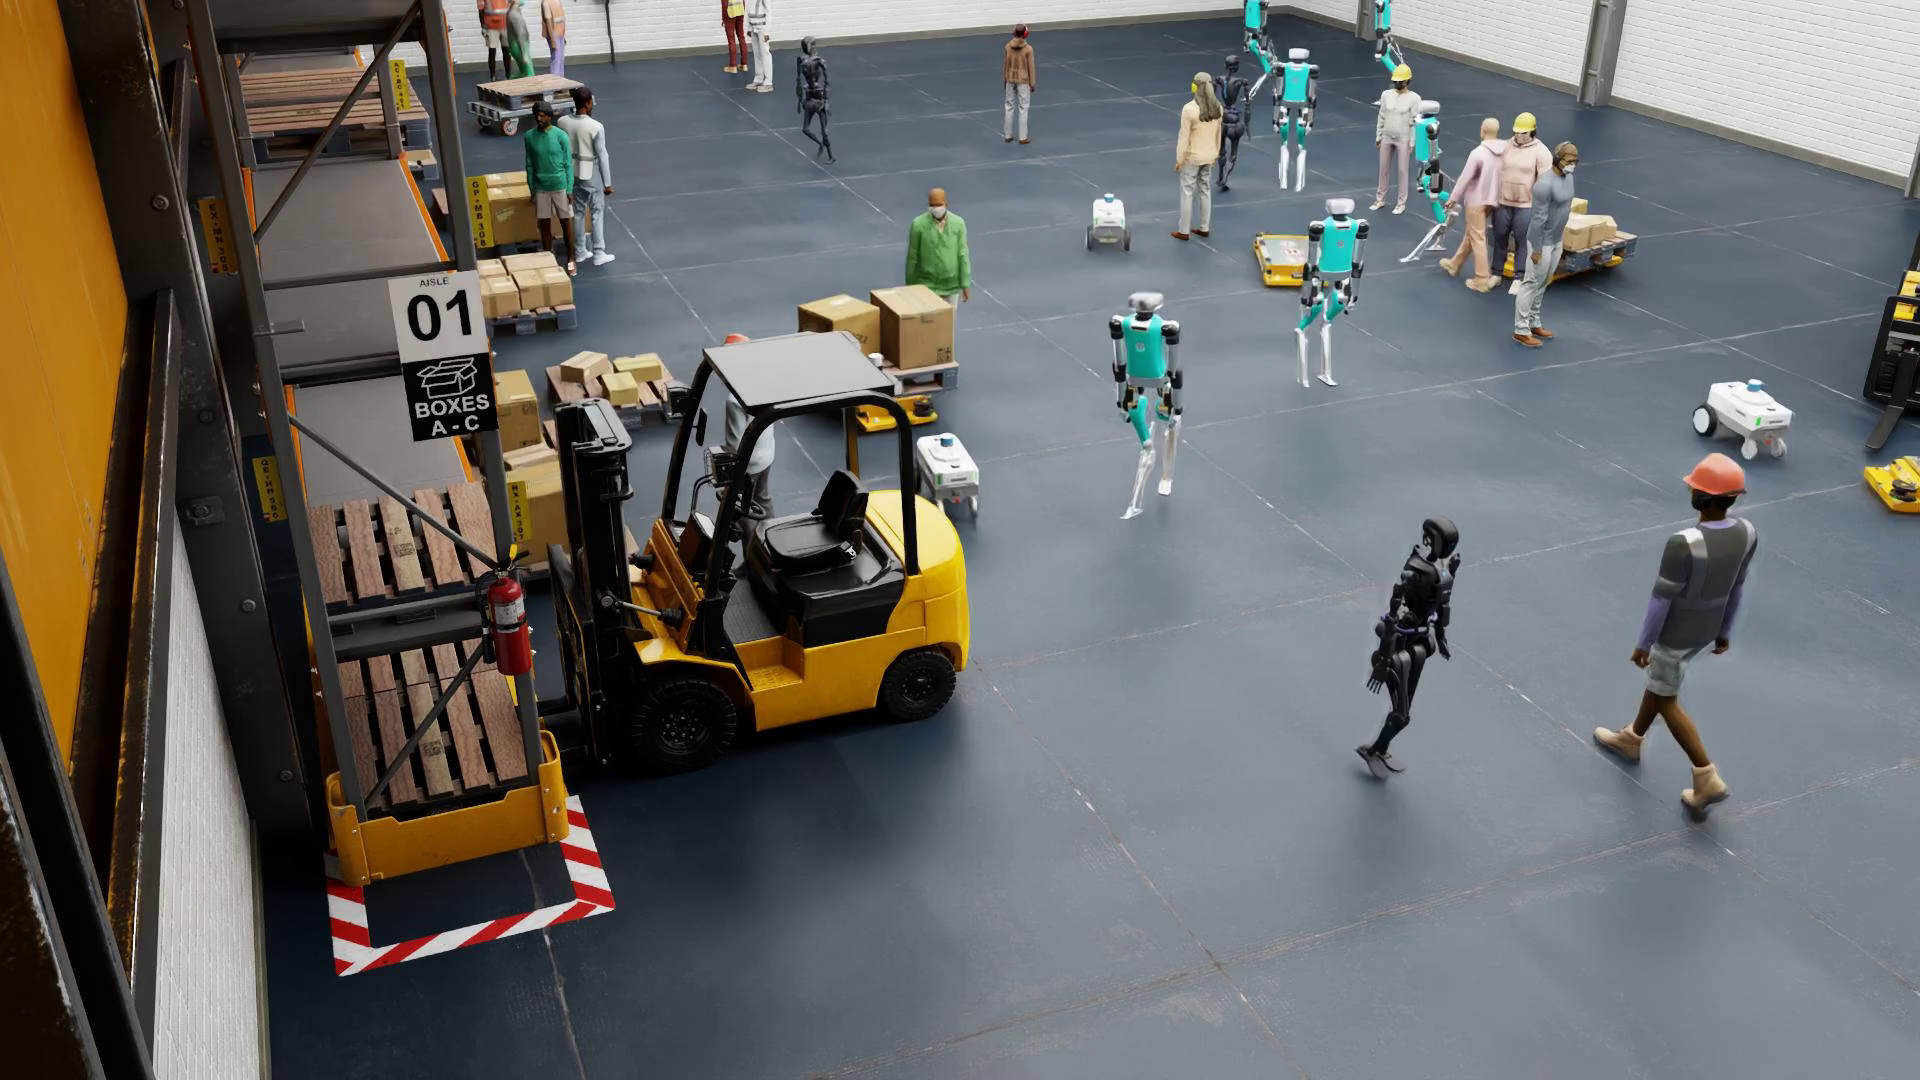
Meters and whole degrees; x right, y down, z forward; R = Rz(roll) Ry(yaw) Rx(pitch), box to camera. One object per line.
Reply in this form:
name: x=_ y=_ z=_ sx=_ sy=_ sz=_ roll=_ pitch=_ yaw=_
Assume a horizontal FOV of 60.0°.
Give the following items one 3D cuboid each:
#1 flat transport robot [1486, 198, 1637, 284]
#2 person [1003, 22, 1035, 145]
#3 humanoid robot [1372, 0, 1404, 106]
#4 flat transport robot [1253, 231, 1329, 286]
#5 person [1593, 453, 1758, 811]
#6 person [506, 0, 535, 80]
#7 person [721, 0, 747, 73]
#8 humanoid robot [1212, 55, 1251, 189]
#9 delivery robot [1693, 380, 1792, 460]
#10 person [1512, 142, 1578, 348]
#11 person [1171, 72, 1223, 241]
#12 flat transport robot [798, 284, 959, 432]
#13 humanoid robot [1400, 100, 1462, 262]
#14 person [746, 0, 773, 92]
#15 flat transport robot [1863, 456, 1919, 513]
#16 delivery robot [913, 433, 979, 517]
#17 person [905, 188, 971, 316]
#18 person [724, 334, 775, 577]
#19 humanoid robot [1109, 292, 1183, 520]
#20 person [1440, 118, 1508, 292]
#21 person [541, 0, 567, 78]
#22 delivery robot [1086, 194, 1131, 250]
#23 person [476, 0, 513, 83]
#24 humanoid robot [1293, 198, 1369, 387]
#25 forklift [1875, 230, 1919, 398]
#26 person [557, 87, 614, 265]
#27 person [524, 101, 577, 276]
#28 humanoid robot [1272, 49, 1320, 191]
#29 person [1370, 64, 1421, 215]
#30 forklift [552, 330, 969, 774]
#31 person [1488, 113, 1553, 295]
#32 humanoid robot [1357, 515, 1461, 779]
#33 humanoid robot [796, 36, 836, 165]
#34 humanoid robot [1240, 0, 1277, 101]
flat transport robot: x=6.480 y=-3.045 z=18.044 sx=1.431 sy=0.231 sz=0.659 roll=-17 pitch=32 yaw=-31
person: x=0.807 y=-6.304 z=22.994 sx=0.472 sy=1.644 sz=0.334 roll=11 pitch=29 yaw=21
humanoid robot: x=6.578 y=-7.342 z=25.077 sx=0.782 sy=1.890 sz=0.543 roll=12 pitch=29 yaw=22
flat transport robot: x=3.582 y=-3.047 z=18.047 sx=0.659 sy=0.231 sz=1.431 roll=2 pitch=27 yaw=3
person: x=4.003 y=0.492 z=9.077 sx=0.614 sy=2.010 sz=0.927 roll=-14 pitch=30 yaw=-25
person: x=-6.593 y=-7.311 z=24.794 sx=0.607 sy=1.824 sz=0.532 roll=-12 pitch=29 yaw=-22
person: x=-3.741 y=-8.644 z=27.512 sx=0.468 sy=1.769 sz=0.378 roll=-23 pitch=35 yaw=-38
humanoid robot: x=3.383 y=-5.251 z=20.883 sx=0.594 sy=1.639 sz=0.600 roll=18 pitch=32 yaw=31
delivery robot: x=6.485 y=-1.030 z=13.738 sx=0.499 sy=0.614 sz=0.803 roll=-5 pitch=27 yaw=-10
person: x=5.543 y=-2.798 z=15.702 sx=0.373 sy=1.935 sz=0.627 roll=21 pitch=34 yaw=36
person: x=2.710 y=-4.333 z=18.835 sx=0.570 sy=1.863 sz=0.396 roll=-14 pitch=30 yaw=-25
flat transport robot: x=-0.763 y=-1.315 z=14.602 sx=0.659 sy=0.231 sz=1.431 roll=-11 pitch=29 yaw=-21
humanoid robot: x=5.253 y=-3.879 z=18.089 sx=0.818 sy=1.778 sz=0.534 roll=-3 pitch=27 yaw=-5
person: x=-3.163 y=-8.016 z=26.135 sx=0.358 sy=1.885 sz=0.572 roll=-18 pitch=32 yaw=-32
flat transport robot: x=7.817 y=-0.394 z=12.770 sx=1.431 sy=0.231 sz=0.659 roll=4 pitch=27 yaw=7
delivery robot: x=-0.106 y=-0.525 z=12.733 sx=0.499 sy=0.612 sz=0.805 roll=-7 pitch=27 yaw=-13
person: x=-0.186 y=-2.279 z=14.855 sx=0.517 sy=1.768 sz=0.435 roll=-12 pitch=29 yaw=-22
person: x=-1.473 y=-0.589 z=11.523 sx=0.351 sy=1.737 sz=0.571 roll=9 pitch=28 yaw=17
humanoid robot: x=1.459 y=-1.058 z=12.465 sx=0.561 sy=1.774 sz=0.893 roll=13 pitch=29 yaw=23
person: x=5.361 y=-3.525 z=17.346 sx=0.526 sy=1.747 sz=0.825 roll=-16 pitch=31 yaw=-28
person: x=-6.228 y=-7.731 z=25.610 sx=0.390 sy=1.845 sz=0.563 roll=2 pitch=27 yaw=4
delivery robot: x=1.682 y=-3.624 z=18.843 sx=0.499 sy=0.563 sz=0.738 roll=1 pitch=27 yaw=3
person: x=-7.309 y=-8.140 z=26.301 sx=0.600 sy=1.957 sz=0.373 roll=-20 pitch=33 yaw=-34
humanoid robot: x=3.211 y=-2.204 z=14.732 sx=0.530 sy=1.772 sz=0.700 roll=-4 pitch=27 yaw=-8
forklift: x=9.029 y=-2.397 z=14.618 sx=1.214 sy=2.155 sz=2.313 roll=18 pitch=32 yaw=32
person: x=-4.035 y=-3.916 z=17.961 sx=0.597 sy=1.906 sz=0.408 roll=12 pitch=29 yaw=22
person: x=-4.339 y=-3.733 z=17.655 sx=0.502 sy=1.849 sz=0.392 roll=1 pitch=27 yaw=1
humanoid robot: x=4.200 y=-5.282 z=20.837 sx=0.536 sy=1.771 sz=0.653 roll=8 pitch=28 yaw=16
person: x=5.195 y=-4.780 z=19.837 sx=0.525 sy=1.759 sz=0.337 roll=21 pitch=33 yaw=35
forklift: x=-1.094 y=0.010 z=9.831 sx=2.313 sy=2.155 sz=1.214 roll=-10 pitch=28 yaw=-20
person: x=5.734 y=-3.481 z=17.150 sx=0.810 sy=1.855 sz=0.435 roll=19 pitch=32 yaw=32
humanoid robot: x=2.514 y=0.581 z=9.280 sx=0.610 sy=1.637 sz=0.399 roll=-20 pitch=33 yaw=-34
humanoid robot: x=-1.886 y=-5.855 z=22.071 sx=0.583 sy=1.639 sz=0.430 roll=18 pitch=32 yaw=32
humanoid robot: x=4.785 y=-7.678 z=25.639 sx=0.964 sy=1.765 sz=0.531 roll=-13 pitch=30 yaw=-25
